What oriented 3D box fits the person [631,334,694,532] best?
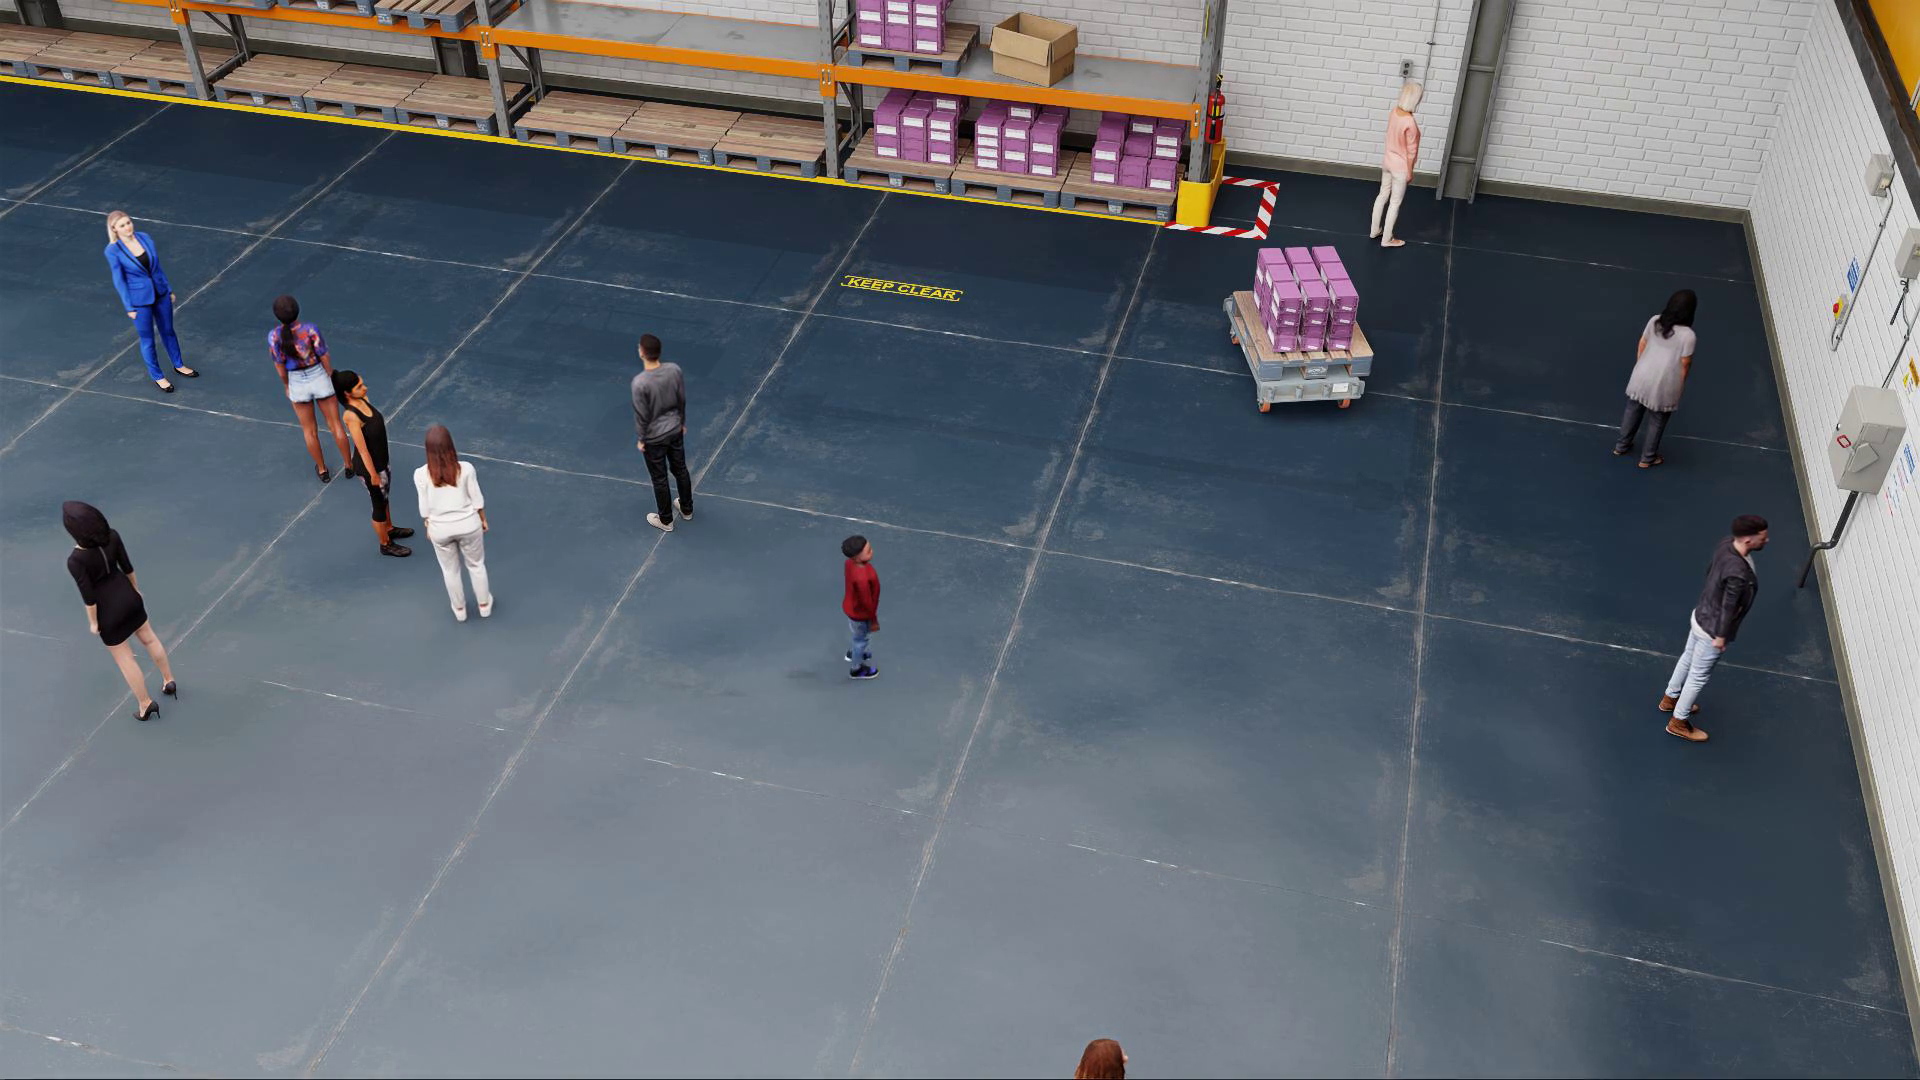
[{"bbox_3d":[-2.345,-0.852,13.087,0.702,1.761,0.714,-31,48,-33],"label":"person"}]

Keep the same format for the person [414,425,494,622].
[{"bbox_3d":[-3.708,-0.107,12.215,0.654,1.685,0.747,-13,40,-16],"label":"person"}]

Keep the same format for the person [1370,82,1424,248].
[{"bbox_3d":[4.428,-3.812,16.821,0.713,1.725,0.685,-14,41,-17],"label":"person"}]

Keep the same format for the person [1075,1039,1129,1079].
[{"bbox_3d":[0.671,3.023,8.274,0.678,1.712,0.648,-11,40,-14],"label":"person"}]

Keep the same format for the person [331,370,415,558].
[{"bbox_3d":[-4.557,-0.613,12.868,0.636,1.661,0.647,-6,39,-7],"label":"person"}]

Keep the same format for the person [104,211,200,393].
[{"bbox_3d":[-7.216,-2.140,14.748,0.631,1.700,0.671,20,43,23],"label":"person"}]

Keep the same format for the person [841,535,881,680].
[{"bbox_3d":[-0.772,0.490,11.819,0.605,1.246,0.579,-8,39,-10],"label":"person"}]

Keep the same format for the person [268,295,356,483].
[{"bbox_3d":[-5.311,-1.245,13.594,0.620,1.741,0.726,-10,40,-13],"label":"person"}]

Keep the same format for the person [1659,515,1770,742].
[{"bbox_3d":[5.098,0.561,11.257,0.561,1.835,0.662,7,39,9],"label":"person"}]

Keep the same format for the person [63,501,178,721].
[{"bbox_3d":[-5.765,0.483,11.380,0.508,1.804,0.618,13,41,16],"label":"person"}]

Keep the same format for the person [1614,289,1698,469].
[{"bbox_3d":[5.813,-1.358,13.841,0.842,1.609,0.776,-24,44,-27],"label":"person"}]
